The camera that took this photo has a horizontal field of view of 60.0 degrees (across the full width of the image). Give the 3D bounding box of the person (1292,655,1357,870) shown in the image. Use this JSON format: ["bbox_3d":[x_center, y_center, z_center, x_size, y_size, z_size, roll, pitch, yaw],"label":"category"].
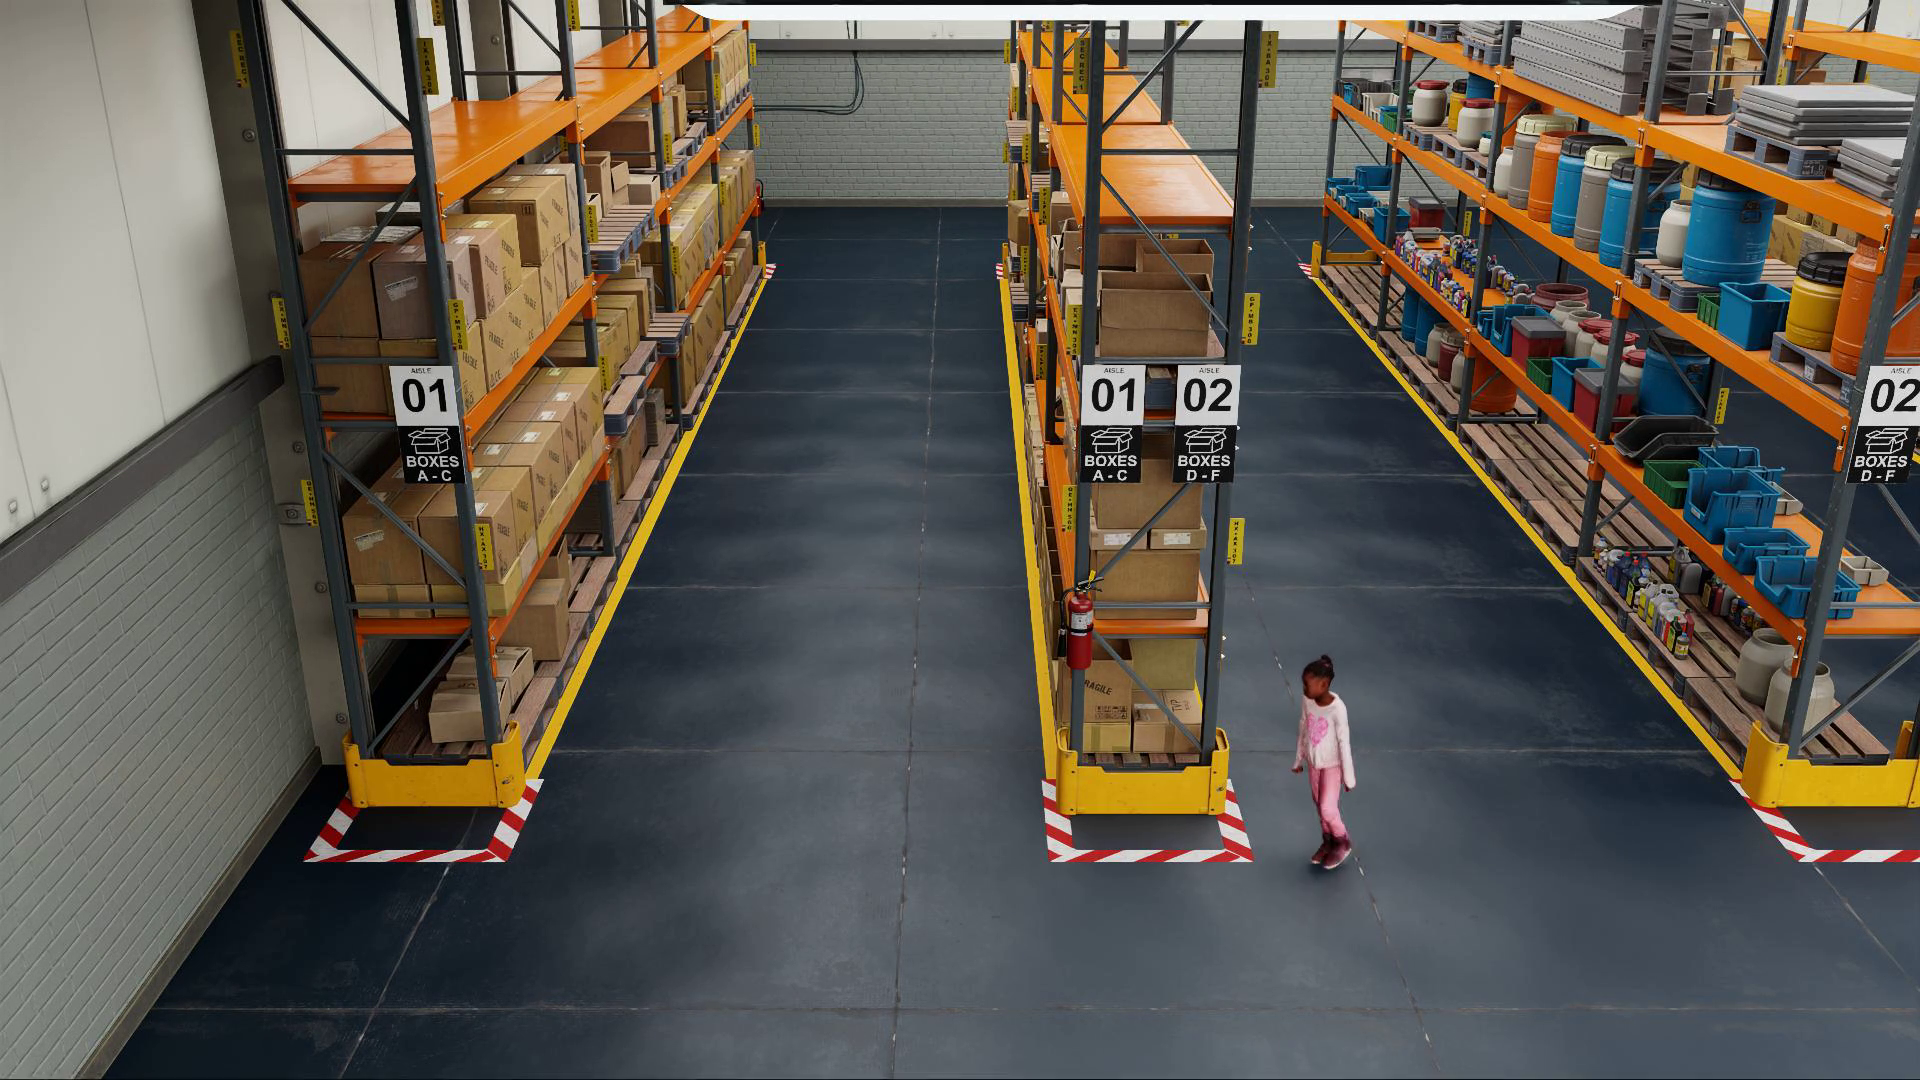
[{"bbox_3d":[2.427,1.416,10.842,0.753,1.431,0.649,-19,29,-39],"label":"person"}]
